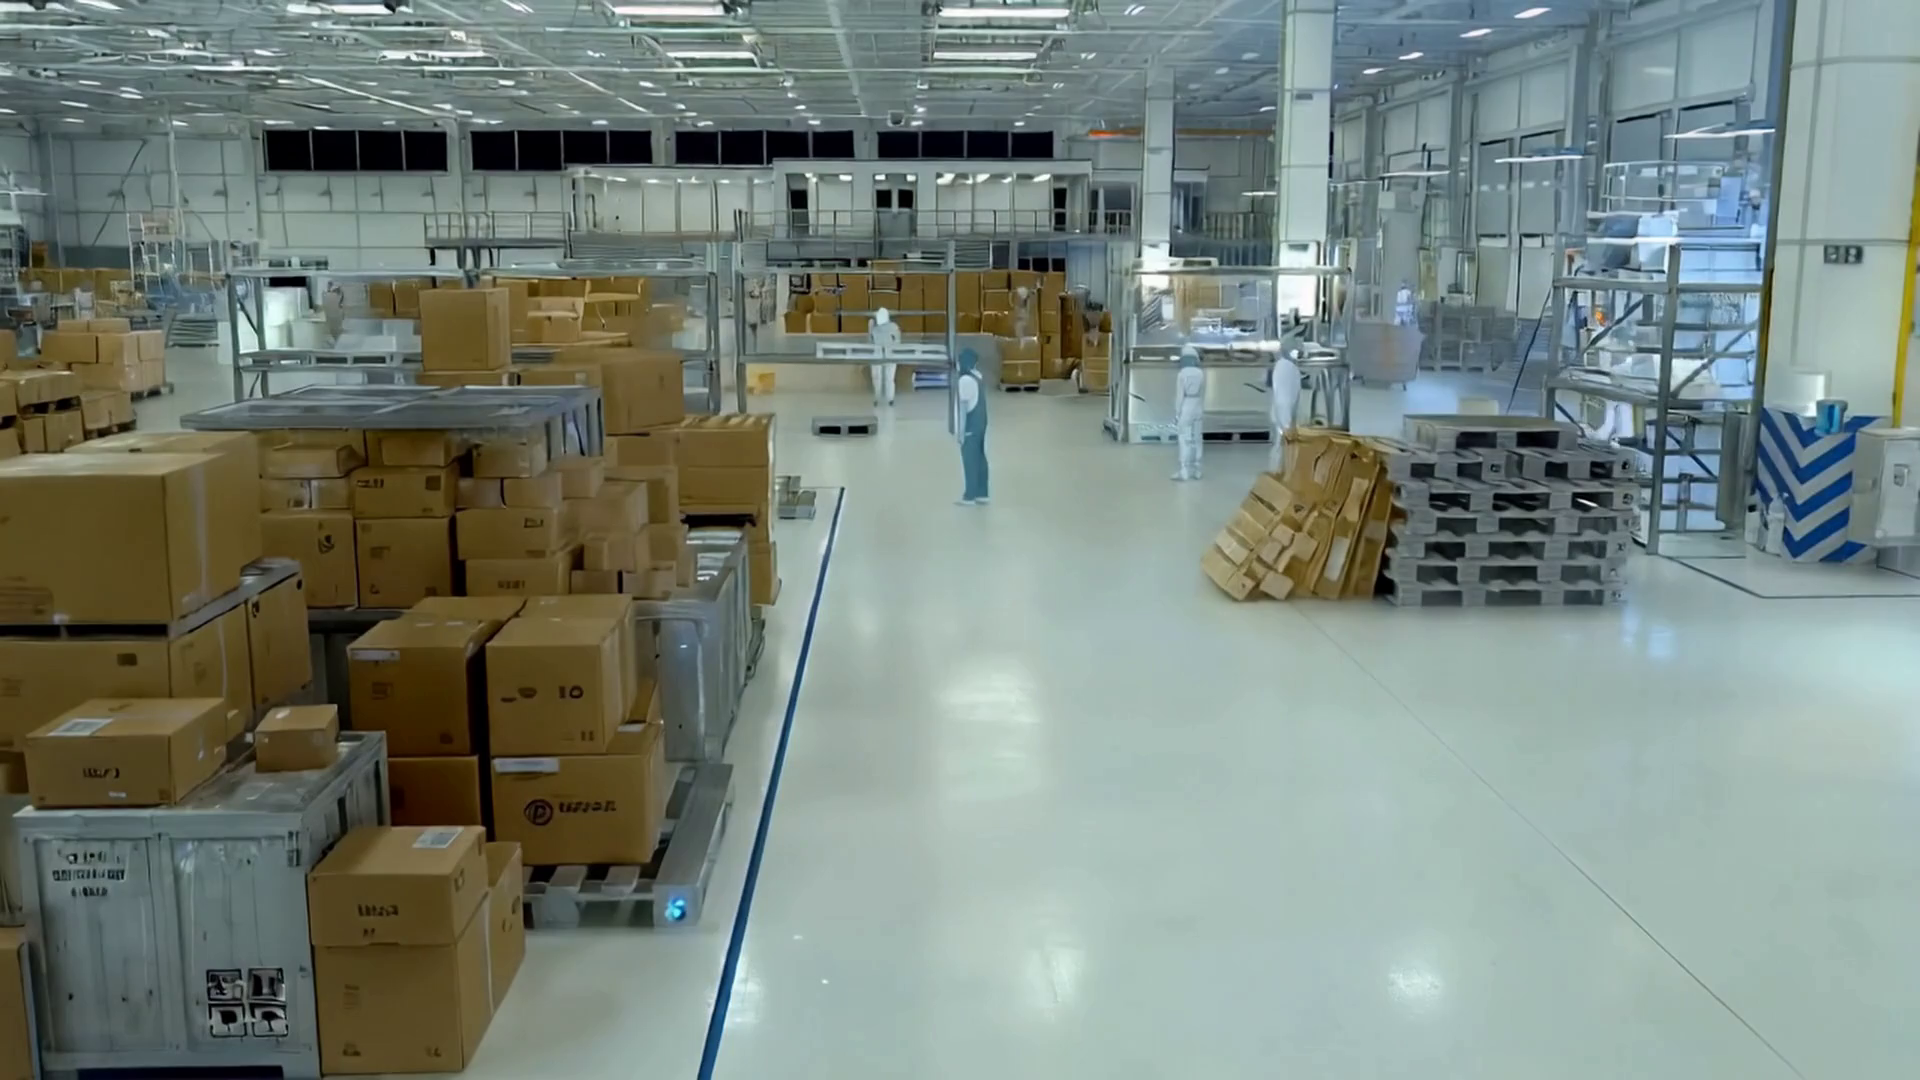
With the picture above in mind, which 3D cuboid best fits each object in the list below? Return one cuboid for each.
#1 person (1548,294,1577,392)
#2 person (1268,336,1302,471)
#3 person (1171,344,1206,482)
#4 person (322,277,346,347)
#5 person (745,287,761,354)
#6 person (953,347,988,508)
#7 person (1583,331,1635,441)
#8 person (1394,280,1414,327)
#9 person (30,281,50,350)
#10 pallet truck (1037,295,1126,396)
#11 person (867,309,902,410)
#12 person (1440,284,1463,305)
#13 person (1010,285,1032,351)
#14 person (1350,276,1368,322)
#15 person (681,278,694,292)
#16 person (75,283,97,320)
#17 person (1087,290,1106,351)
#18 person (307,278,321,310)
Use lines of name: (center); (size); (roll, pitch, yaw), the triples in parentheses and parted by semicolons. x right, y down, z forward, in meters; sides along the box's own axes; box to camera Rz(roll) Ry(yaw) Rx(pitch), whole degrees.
person: (12.170, -3.960, 33.555); (0.608, 1.987, 0.407); (-2, 10, -10)
person: (3.842, -1.435, 19.601); (0.359, 1.936, 0.632); (5, 11, 25)
person: (2.895, -1.603, 21.077); (0.487, 1.745, 0.292); (-7, 13, -36)
person: (-18.211, -6.659, 48.417); (0.687, 2.000, 0.831); (2, 10, 10)
person: (-5.496, -5.743, 43.856); (0.541, 1.849, 0.551); (1, 10, 6)
person: (0.137, -1.290, 19.054); (0.328, 1.844, 0.513); (6, 12, 29)
person: (8.729, -1.874, 22.310); (0.784, 1.852, 0.578); (10, 14, 43)
person: (13.423, -6.913, 50.268); (0.559, 1.897, 0.983); (2, 10, 11)
person: (-25.837, -6.295, 46.672); (0.552, 1.937, 0.356); (1, 10, 5)
pallet truck: (2.483, -3.881, 33.060); (1.885, 1.965, 0.823); (-7, 13, -36)
person: (-1.357, -3.264, 30.156); (0.672, 1.832, 0.605); (2, 10, 14)
person: (12.972, -5.796, 43.968); (0.587, 1.916, 0.404); (2, 10, 10)
person: (1.626, -6.141, 46.152); (0.649, 1.822, 0.632); (-6, 12, -31)
person: (12.918, -7.519, 53.558); (0.956, 1.931, 0.615); (-4, 11, -23)
person: (-8.733, -7.346, 52.663); (0.635, 1.905, 0.989); (-6, 12, -31)
person: (-25.473, -6.572, 48.505); (0.598, 1.831, 0.986); (-8, 13, -37)
person: (3.809, -6.114, 46.375); (0.538, 1.679, 0.432); (-5, 11, -26)
person: (-23.312, -8.561, 59.897); (0.578, 1.717, 0.786); (-4, 11, -23)
